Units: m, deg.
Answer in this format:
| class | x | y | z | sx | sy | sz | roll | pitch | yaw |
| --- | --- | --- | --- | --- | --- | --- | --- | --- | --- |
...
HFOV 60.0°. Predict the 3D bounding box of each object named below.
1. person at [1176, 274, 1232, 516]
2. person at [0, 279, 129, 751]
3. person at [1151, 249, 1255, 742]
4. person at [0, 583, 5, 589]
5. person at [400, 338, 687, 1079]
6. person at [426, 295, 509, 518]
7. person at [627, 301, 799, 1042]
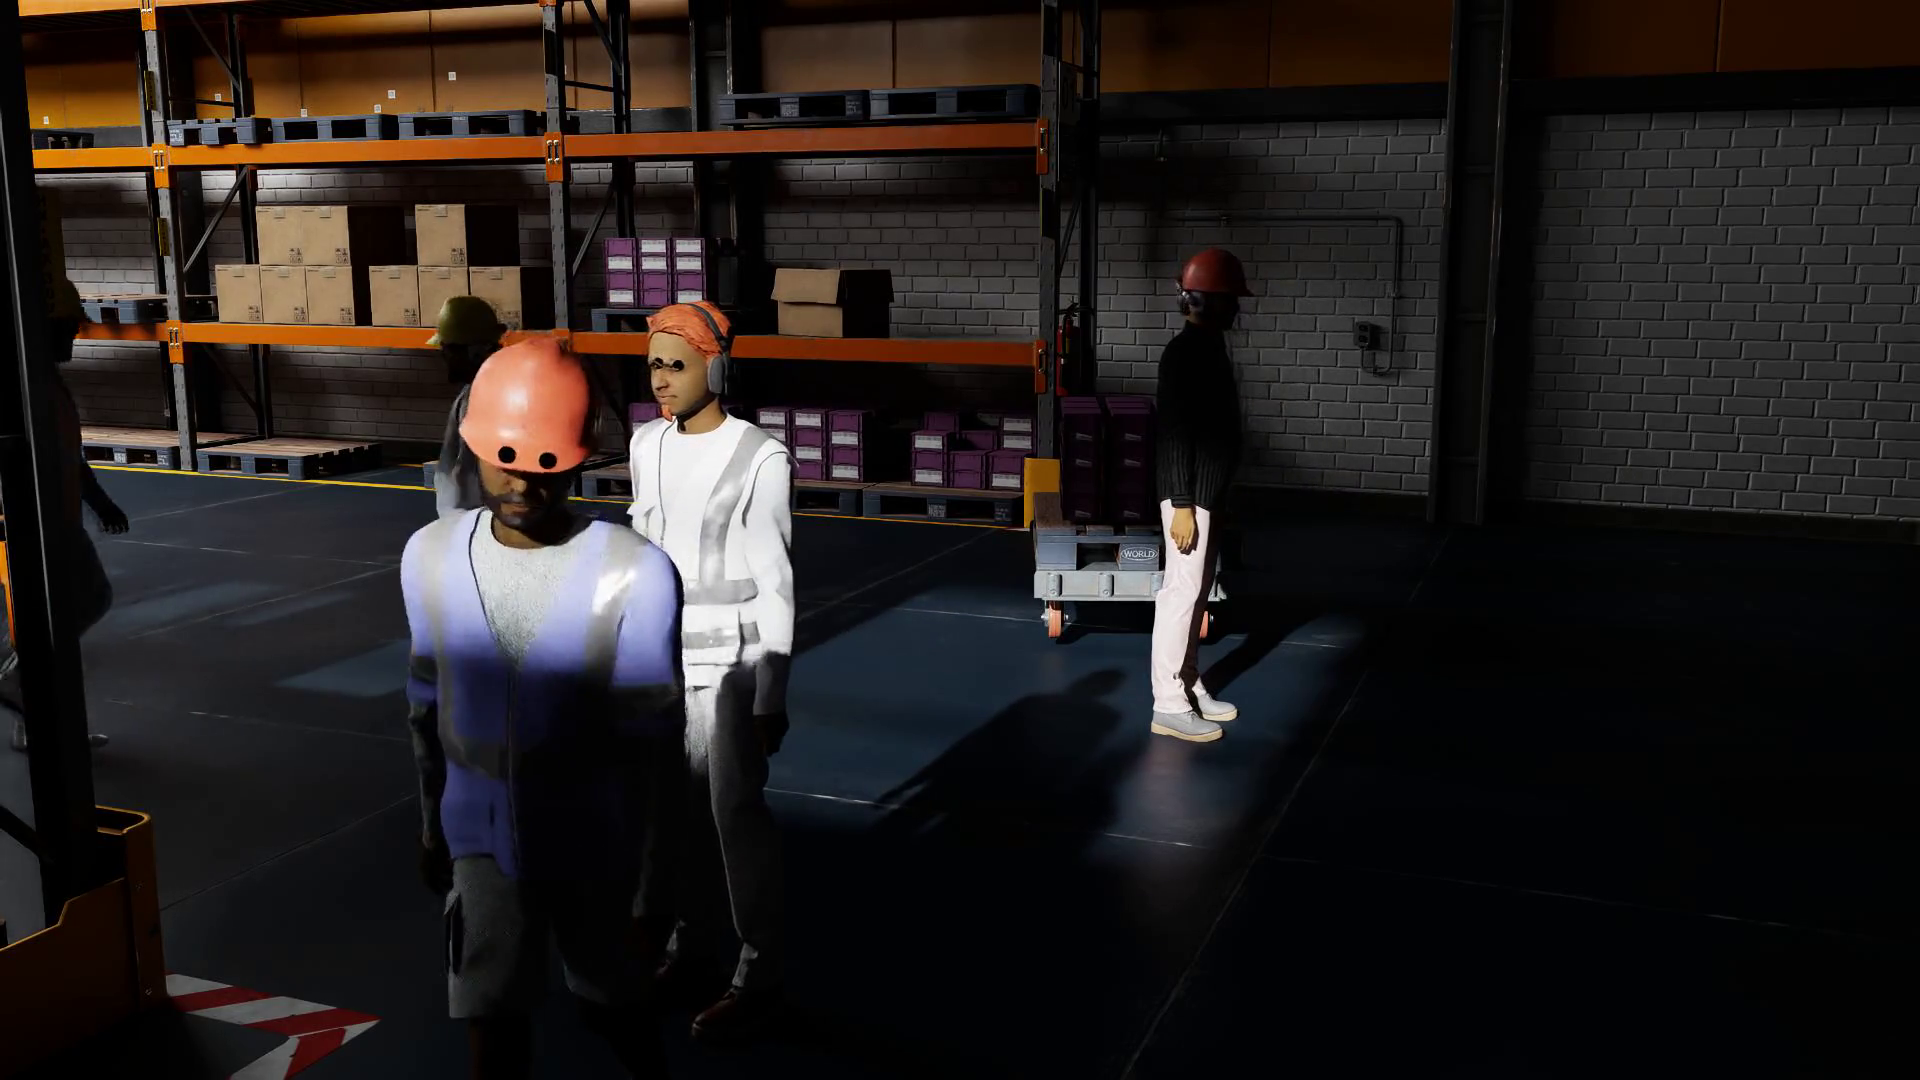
| class | x | y | z | sx | sy | sz | roll | pitch | yaw |
| --- | --- | --- | --- | --- | --- | --- | --- | --- | --- |
| person | 1.413 | -0.723 | 10.235 | 0.717 | 1.842 | 0.549 | 2 | 10 | 11 |
| person | -3.673 | -0.114 | 6.681 | 0.479 | 1.902 | 0.602 | -3 | 11 | -18 |
| person | 0.991 | -0.186 | 6.831 | 0.396 | 1.989 | 0.622 | 4 | 11 | 22 |
| person | -5.882 | -0.617 | 9.566 | 0.970 | 1.891 | 0.535 | -7 | 12 | -33 |
| person | -0.772 | 0.542 | 3.149 | 0.592 | 1.874 | 0.956 | 1 | 10 | 5 |
| person | -1.875 | -0.061 | 6.621 | 0.408 | 1.812 | 0.602 | -1 | 10 | -5 |
| person | -0.643 | 0.334 | 4.264 | 0.581 | 1.879 | 0.348 | 9 | 14 | 41 |
